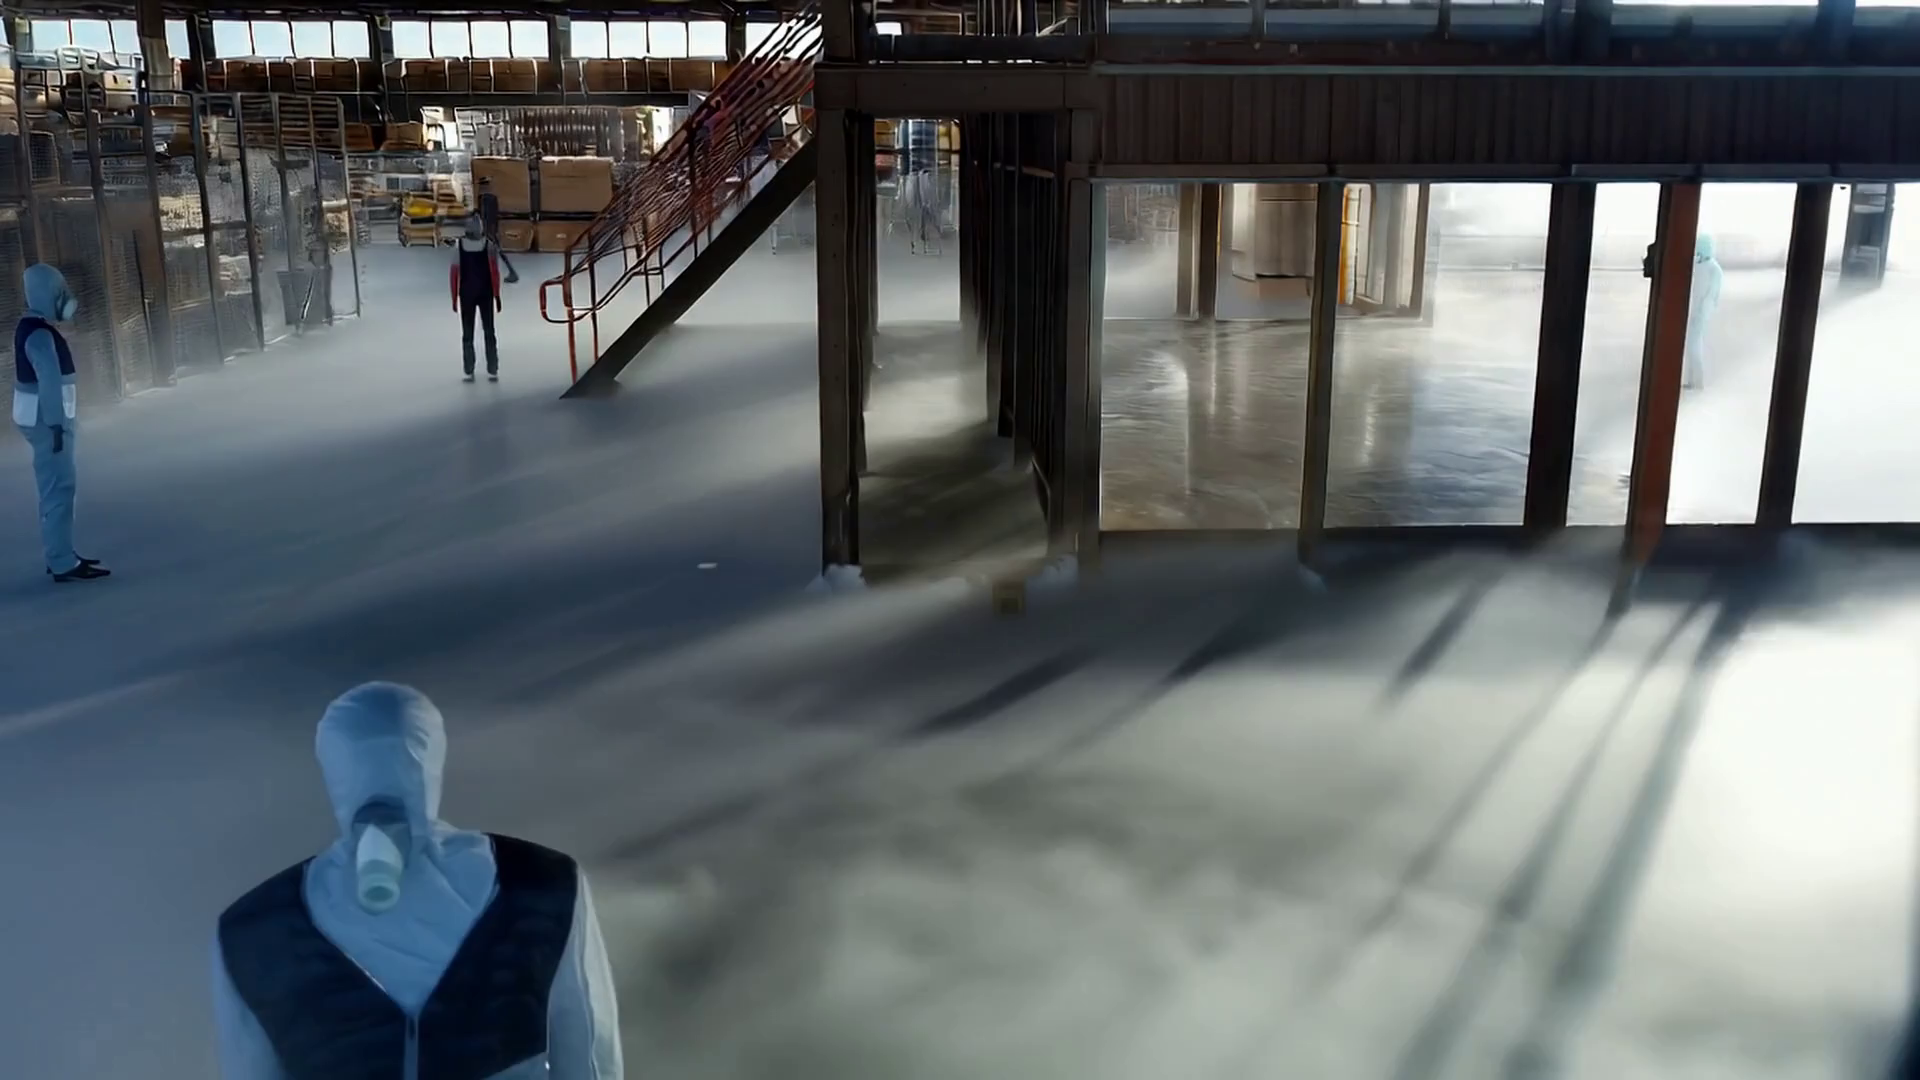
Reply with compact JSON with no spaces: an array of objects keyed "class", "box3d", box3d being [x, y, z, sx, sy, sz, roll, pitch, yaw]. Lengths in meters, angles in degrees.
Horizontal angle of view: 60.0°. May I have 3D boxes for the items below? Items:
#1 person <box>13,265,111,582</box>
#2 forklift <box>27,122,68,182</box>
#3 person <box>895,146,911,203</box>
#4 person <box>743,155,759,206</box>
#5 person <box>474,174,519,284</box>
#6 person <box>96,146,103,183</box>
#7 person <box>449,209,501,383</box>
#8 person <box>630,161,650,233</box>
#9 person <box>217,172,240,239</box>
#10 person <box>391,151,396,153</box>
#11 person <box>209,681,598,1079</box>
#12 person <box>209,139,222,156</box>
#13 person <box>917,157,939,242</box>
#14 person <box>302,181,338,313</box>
[{"class":"person","box3d":[-5.512,-0.699,10.089,0.398,1.915,0.589,-9,17,-31]},{"class":"forklift","box3d":[-35.376,-14.773,64.377,1.129,2.768,1.873,-1,14,-2]},{"class":"person","box3d":[-2.015,-12.857,58.538,0.616,2.000,1.034,2,14,9]},{"class":"person","box3d":[-5.936,-9.919,46.923,0.560,1.915,0.614,2,14,6]},{"class":"person","box3d":[-8.154,-5.391,28.881,0.999,1.895,0.555,5,15,18]},{"class":"person","box3d":[-28.967,-12.244,55.970,0.391,2.040,0.614,-12,18,-39]},{"class":"person","box3d":[-5.203,-2.616,17.883,0.513,1.846,0.334,-4,15,-14]},{"class":"person","box3d":[-8.201,-8.727,42.359,0.470,1.821,0.609,-3,14,-12]},{"class":"person","box3d":[-17.729,-8.095,40.249,0.509,1.613,0.546,9,17,32]},{"class":"person","box3d":[-24.752,-16.378,73.002,0.893,1.799,0.605,3,14,12]},{"class":"person","box3d":[-0.893,1.131,2.796,0.584,1.911,0.392,-5,15,-20]},{"class":"person","box3d":[-38.307,-19.639,85.650,0.628,1.980,0.601,-9,16,-31]},{"class":"person","box3d":[-0.724,-7.993,39.121,0.676,1.966,0.651,2,14,9]},{"class":"person","box3d":[-9.383,-4.297,24.450,0.578,1.916,0.560,-7,16,-27]}]
